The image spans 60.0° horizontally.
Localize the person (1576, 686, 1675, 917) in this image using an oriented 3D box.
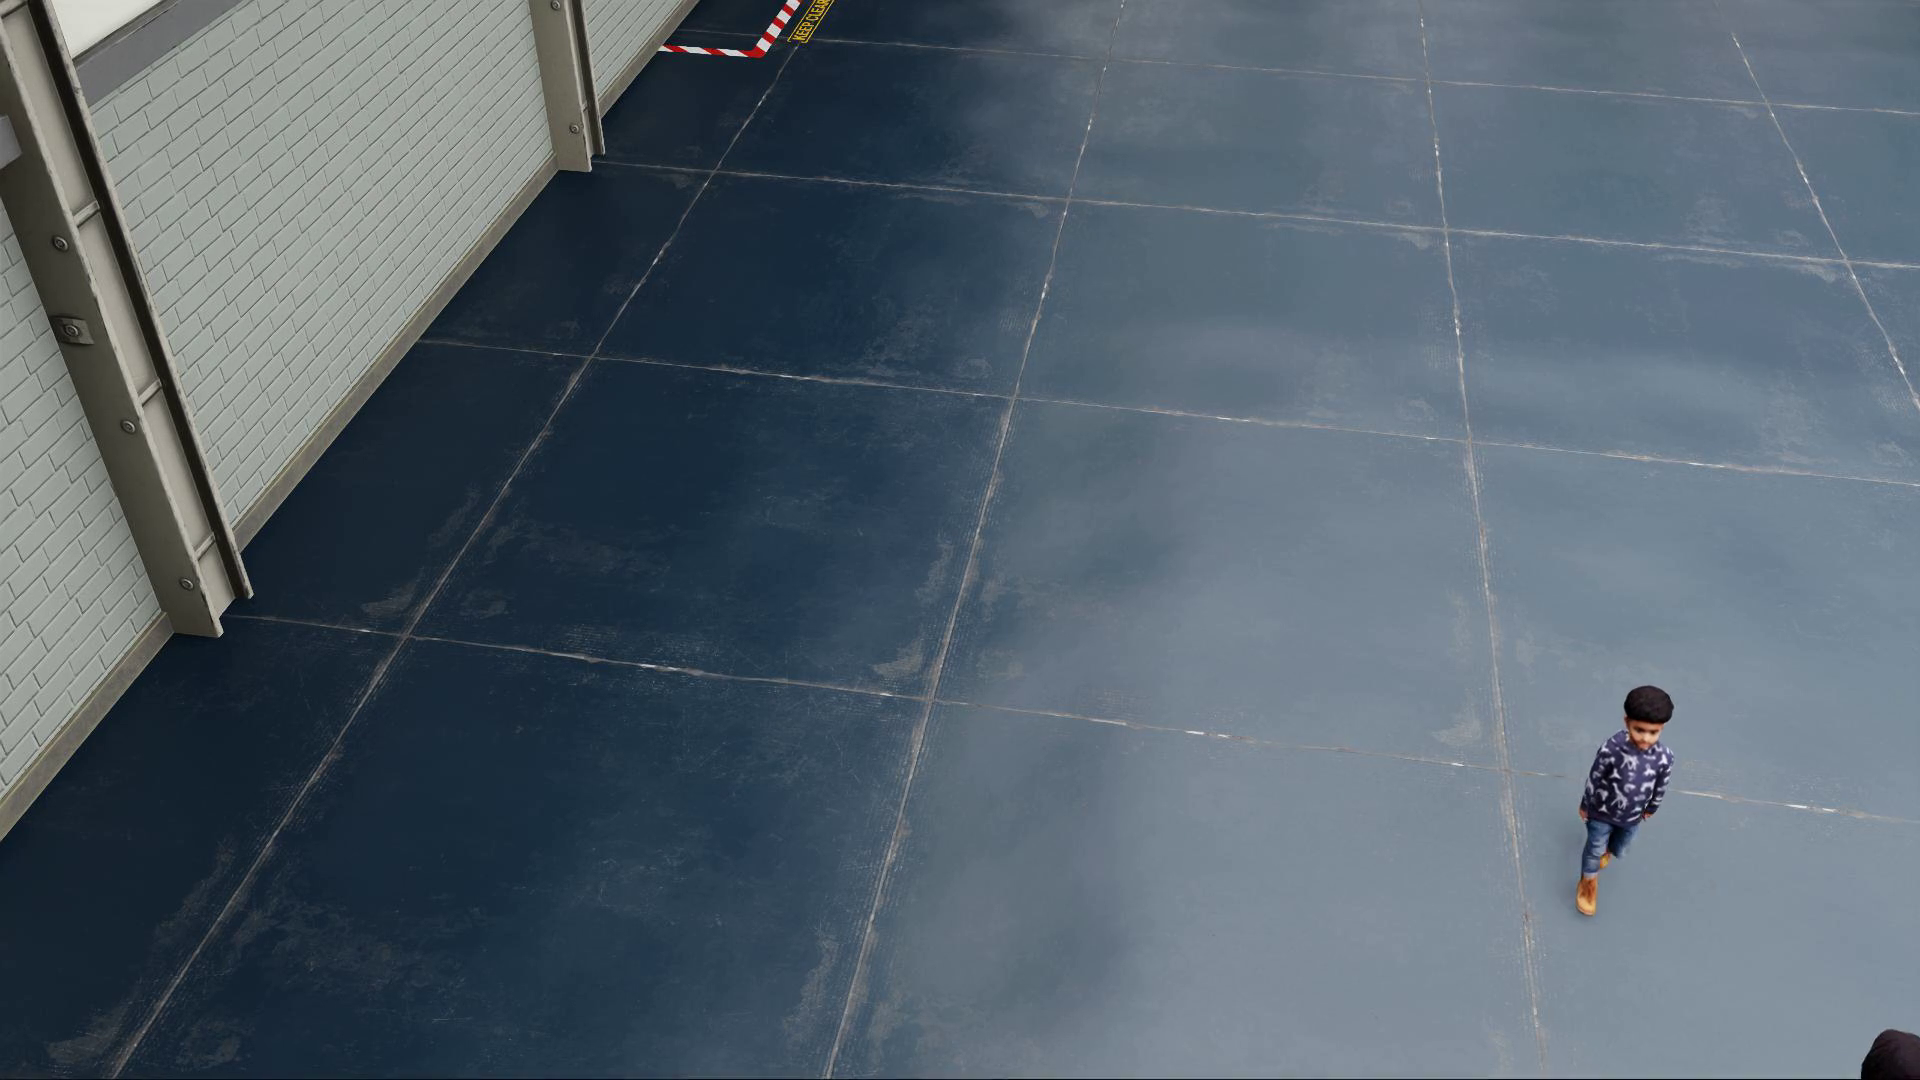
[{"bbox_3d":[2.983,1.147,7.537,0.504,1.242,0.663,8,39,10],"label":"person"}]
